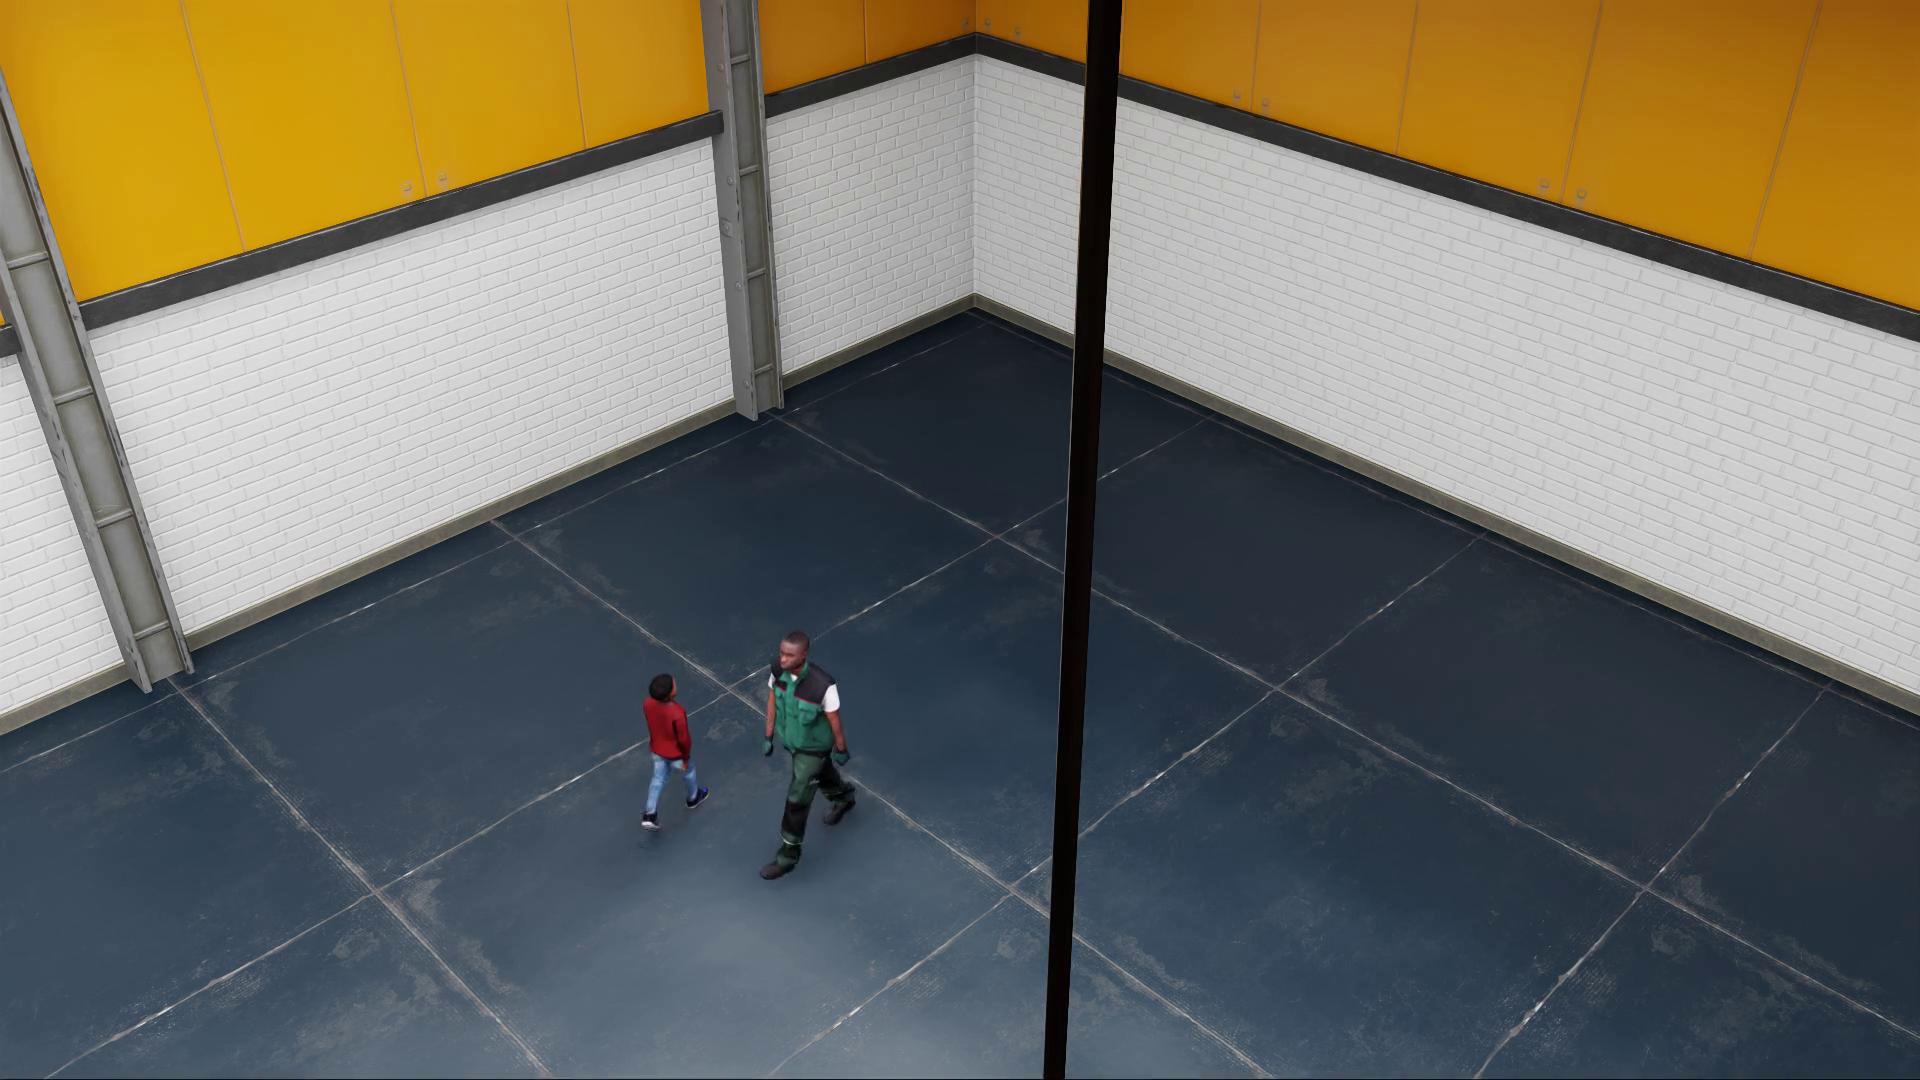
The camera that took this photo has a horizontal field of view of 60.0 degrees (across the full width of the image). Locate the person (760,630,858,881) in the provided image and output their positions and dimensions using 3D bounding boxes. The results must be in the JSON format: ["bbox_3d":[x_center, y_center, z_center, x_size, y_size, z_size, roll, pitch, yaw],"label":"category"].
[{"bbox_3d":[-0.955,1.302,10.988,0.763,1.783,1.231,24,41,32],"label":"person"}]

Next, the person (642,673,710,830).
[{"bbox_3d":[-2.008,1.438,11.275,0.689,1.240,0.893,13,36,19],"label":"person"}]
